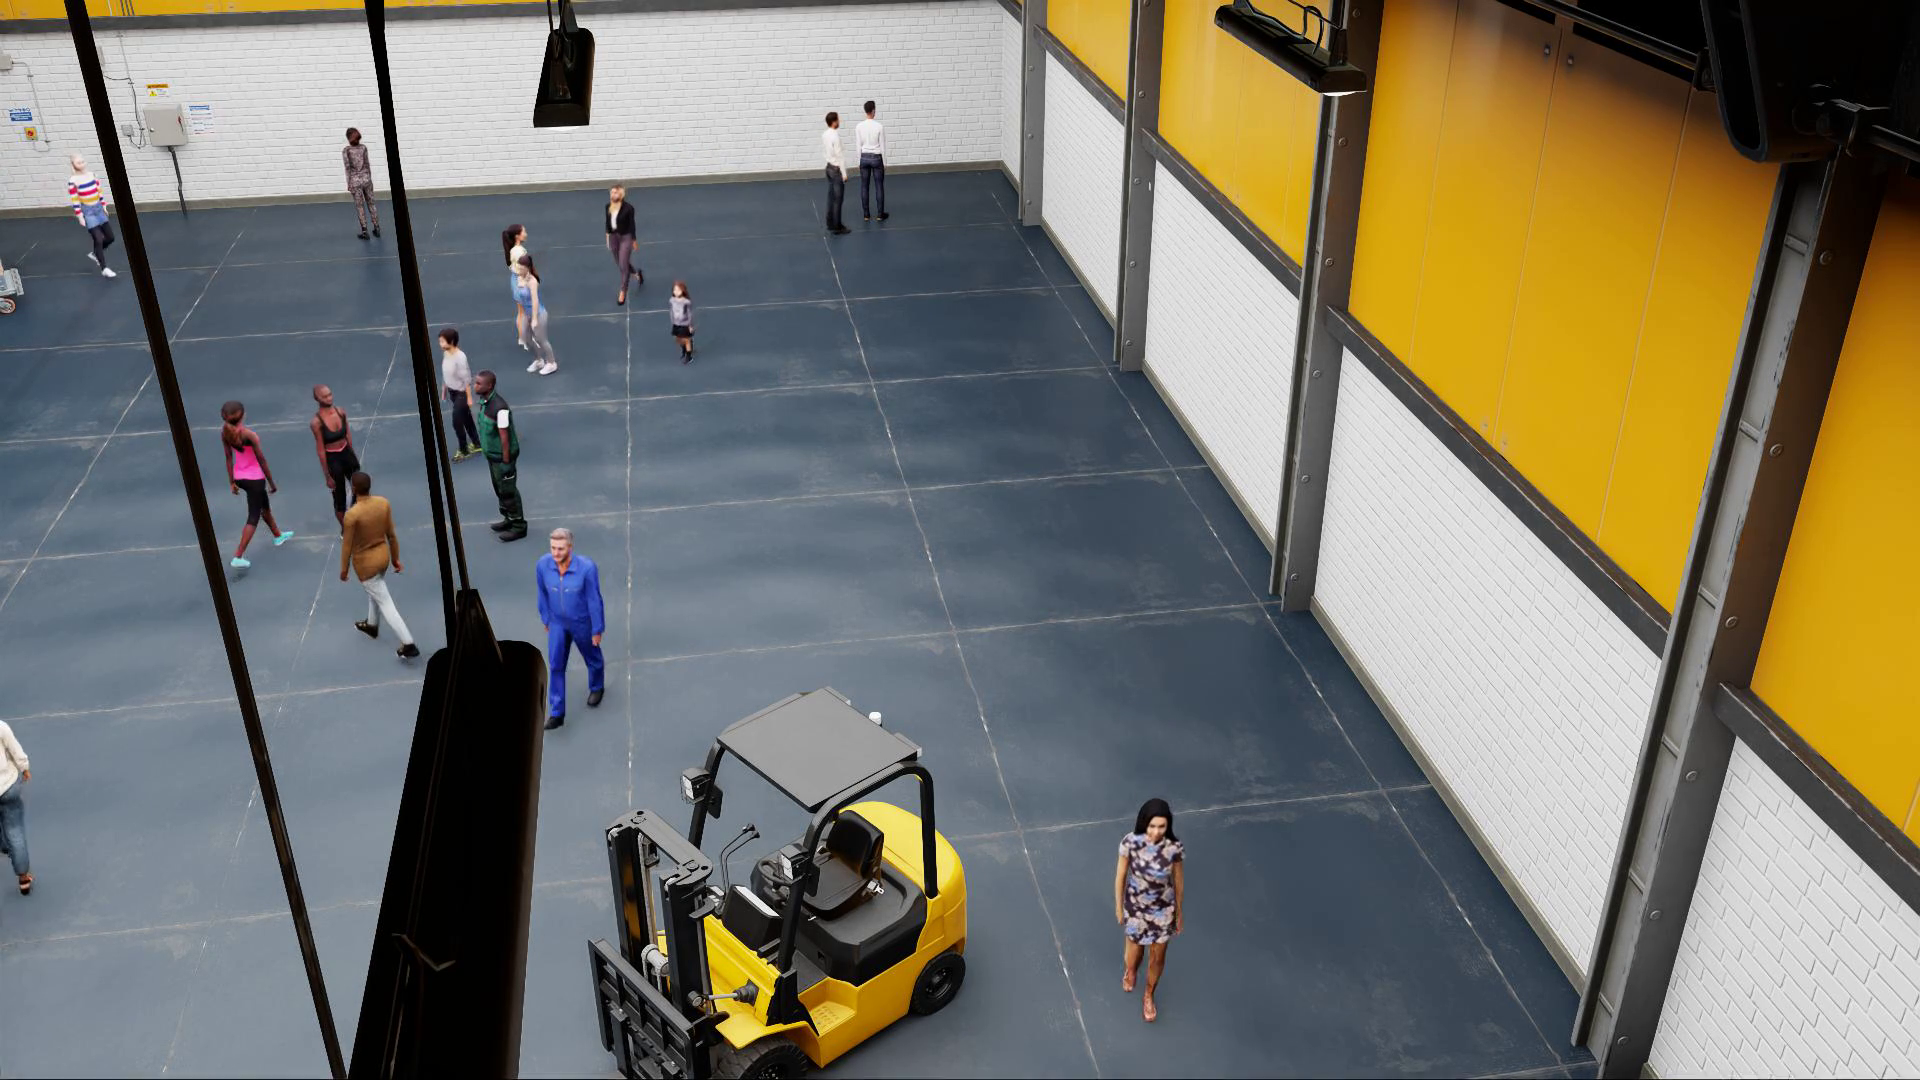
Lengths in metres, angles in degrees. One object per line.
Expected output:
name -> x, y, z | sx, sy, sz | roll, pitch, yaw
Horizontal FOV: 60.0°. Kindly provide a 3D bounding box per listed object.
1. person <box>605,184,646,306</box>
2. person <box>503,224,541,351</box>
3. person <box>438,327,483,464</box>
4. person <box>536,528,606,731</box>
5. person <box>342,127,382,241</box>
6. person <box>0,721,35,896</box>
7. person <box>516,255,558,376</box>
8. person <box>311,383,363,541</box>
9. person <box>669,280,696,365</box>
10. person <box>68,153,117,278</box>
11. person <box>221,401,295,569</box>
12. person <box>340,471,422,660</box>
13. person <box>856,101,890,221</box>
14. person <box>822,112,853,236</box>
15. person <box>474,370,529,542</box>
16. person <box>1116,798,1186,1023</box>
person -> -4.629, -4.118, 23.010 | 0.924, 1.643, 1.092 | 11, 30, 19
person -> -5.667, -3.287, 21.499 | 0.773, 1.630, 0.615 | -17, 33, -28
person -> -5.530, -1.670, 18.631 | 0.811, 1.538, 0.764 | -25, 38, -38
person -> -3.248, 0.657, 14.097 | 0.968, 1.795, 1.184 | 4, 29, 6
person -> -9.151, -5.456, 25.389 | 0.729, 1.714, 0.684 | 25, 37, 37
person -> -6.989, 1.863, 12.028 | 0.833, 1.659, 1.017 | -15, 32, -25
person -> -5.255, -2.799, 20.659 | 0.784, 1.578, 0.724 | -18, 34, -30
person -> -6.340, -0.785, 16.792 | 0.783, 1.745, 0.716 | 16, 33, 27
person -> -3.502, -2.790, 21.147 | 0.564, 1.096, 0.616 | 8, 30, 14
person -> -12.505, -4.675, 23.867 | 0.912, 1.800, 0.861 | 12, 31, 22
person -> -7.036, -0.523, 16.376 | 0.964, 1.684, 1.201 | 10, 30, 18
person -> -5.179, 0.264, 14.838 | 1.172, 1.774, 1.172 | 16, 32, 27
person -> -1.393, -5.967, 26.159 | 0.696, 1.872, 0.694 | 5, 29, 9
person -> -1.927, -5.644, 25.569 | 0.784, 1.871, 0.617 | -17, 33, -28
person -> -4.655, -0.876, 16.865 | 0.820, 1.836, 0.682 | -18, 33, -29
person -> 1.257, 2.389, 10.997 | 0.668, 1.723, 0.721 | 0, 29, 1
